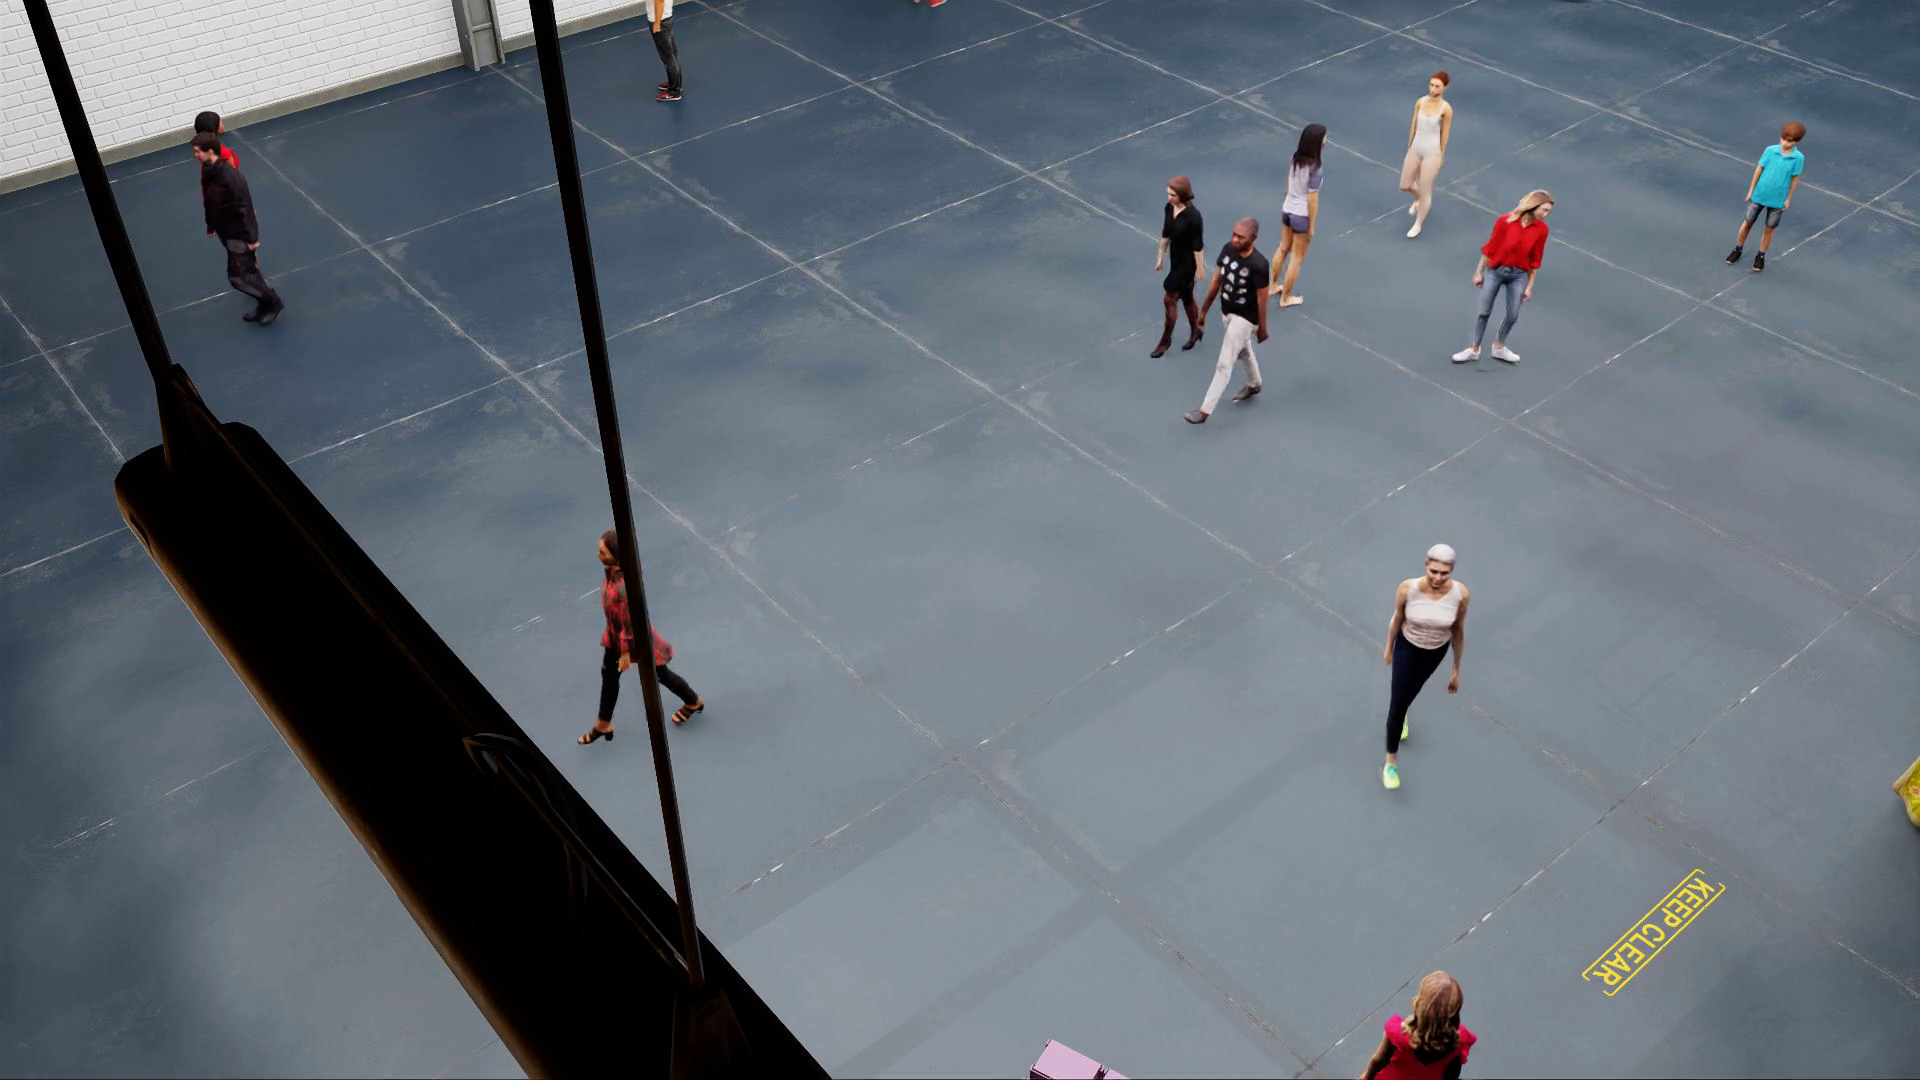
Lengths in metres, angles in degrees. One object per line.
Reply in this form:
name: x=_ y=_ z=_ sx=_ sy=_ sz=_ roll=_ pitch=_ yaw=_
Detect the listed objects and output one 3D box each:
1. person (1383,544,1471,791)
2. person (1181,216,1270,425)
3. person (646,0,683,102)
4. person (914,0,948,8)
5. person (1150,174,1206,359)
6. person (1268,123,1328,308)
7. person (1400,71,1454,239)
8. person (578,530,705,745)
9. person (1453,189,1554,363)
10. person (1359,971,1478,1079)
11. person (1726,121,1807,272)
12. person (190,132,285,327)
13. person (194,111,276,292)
person: x=2.893 y=0.646 z=10.452 sx=1.055 sy=1.668 sz=1.119 roll=3 pitch=39 yaw=4
person: x=2.321 y=-1.809 z=13.458 sx=1.231 sy=1.752 sz=0.790 roll=-22 pitch=44 yaw=-25
person: x=-3.287 y=-5.780 z=18.389 sx=0.759 sy=1.804 sz=0.718 roll=1 pitch=39 yaw=1
person: x=-0.385 y=-7.531 z=20.621 sx=0.665 sy=1.755 sz=0.608 roll=24 pitch=44 yaw=27
person: x=1.983 y=-2.369 z=14.225 sx=0.836 sy=1.671 sz=0.703 roll=-20 pitch=43 yaw=-23
person: x=3.009 y=-2.898 z=14.842 sx=0.610 sy=1.727 sz=0.637 roll=-16 pitch=41 yaw=-19
person: x=4.510 y=-3.727 z=15.957 sx=0.625 sy=1.631 sz=0.760 roll=27 pitch=46 yaw=29
person: x=-1.978 y=0.614 z=10.497 sx=1.138 sy=1.661 sz=0.804 roll=-16 pitch=41 yaw=-19
person: x=4.547 y=-2.227 z=14.033 sx=0.763 sy=1.688 sz=0.788 roll=15 pitch=41 yaw=18
person: x=2.117 y=2.702 z=7.853 sx=1.023 sy=1.698 sz=0.999 roll=-3 pitch=39 yaw=-3
person: x=7.543 y=-3.225 z=15.474 sx=0.578 sy=1.449 sz=0.570 roll=21 pitch=43 yaw=25
person: x=-6.248 y=-2.739 z=14.565 sx=0.632 sy=1.823 sz=0.721 roll=-31 pitch=48 yaw=-33
person: x=-6.570 y=-3.028 z=14.994 sx=0.608 sy=1.740 sz=0.559 roll=28 pitch=46 yaw=30
